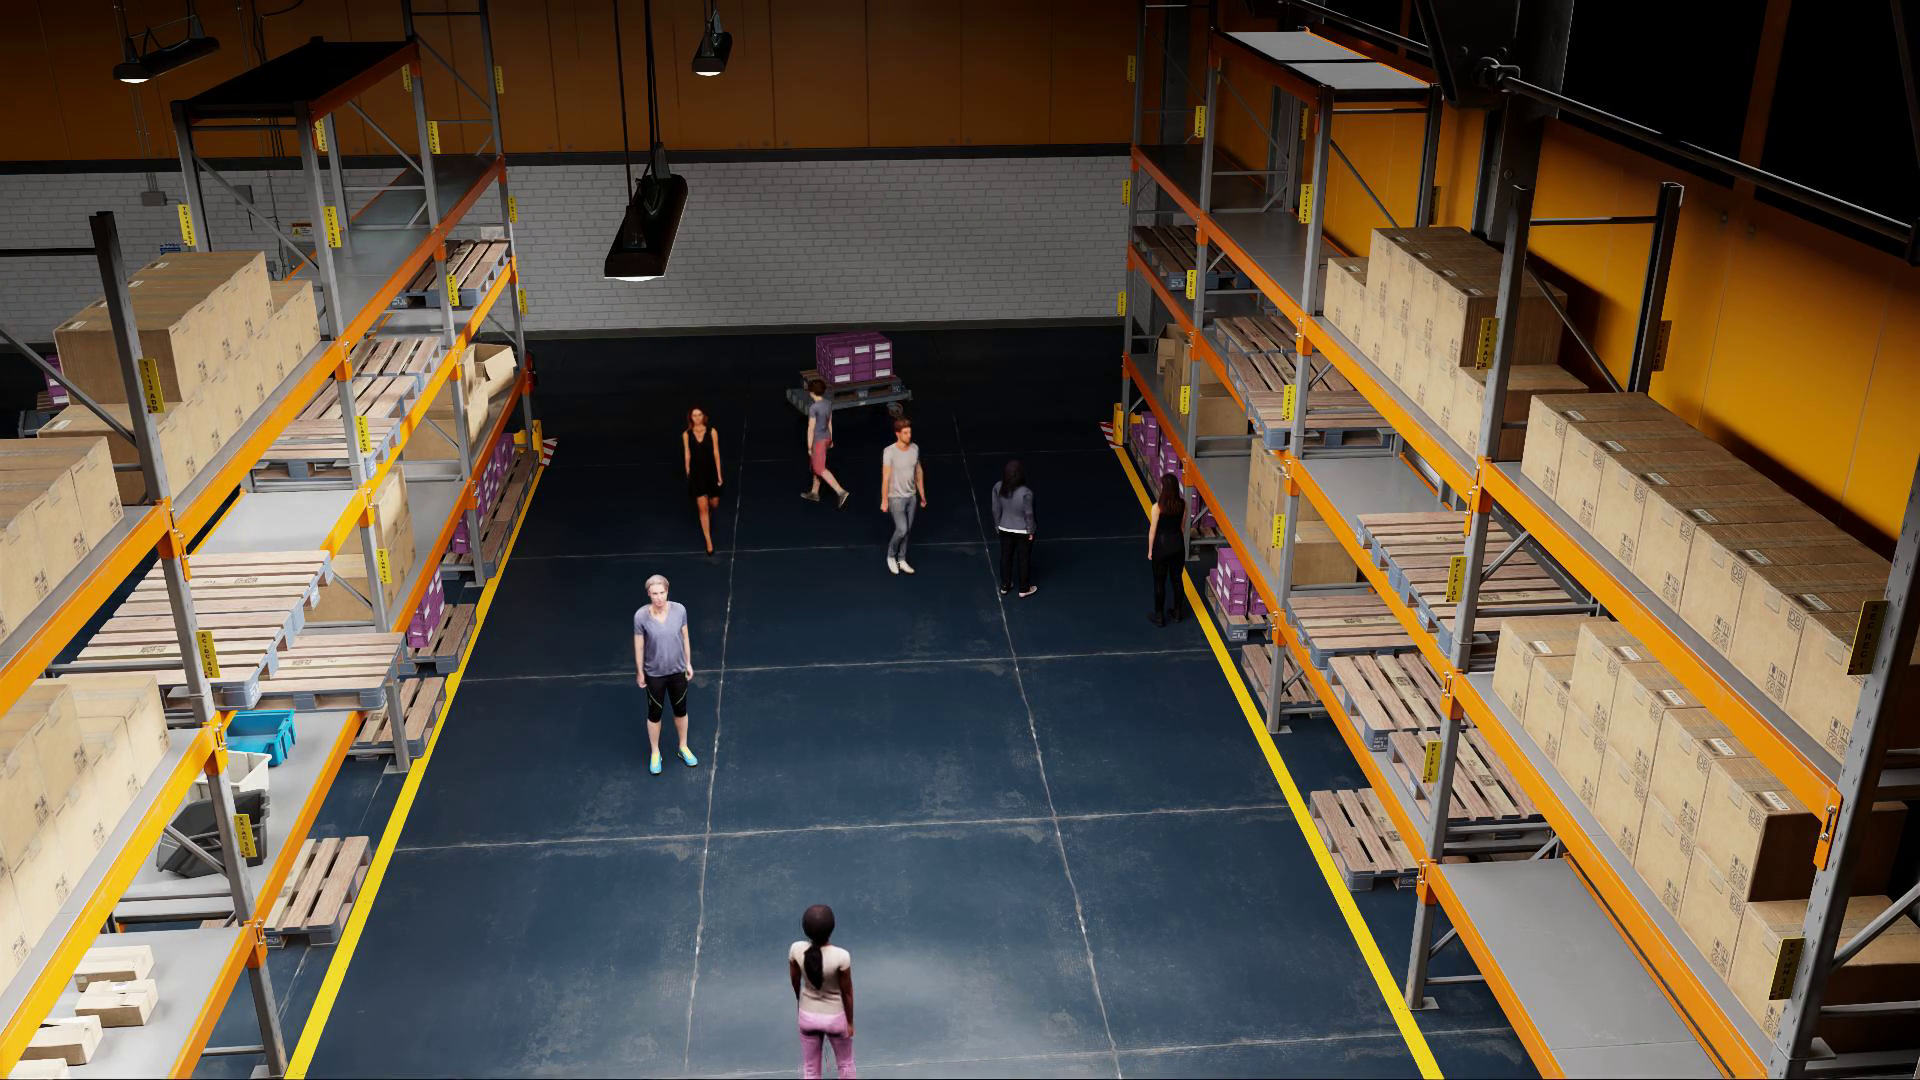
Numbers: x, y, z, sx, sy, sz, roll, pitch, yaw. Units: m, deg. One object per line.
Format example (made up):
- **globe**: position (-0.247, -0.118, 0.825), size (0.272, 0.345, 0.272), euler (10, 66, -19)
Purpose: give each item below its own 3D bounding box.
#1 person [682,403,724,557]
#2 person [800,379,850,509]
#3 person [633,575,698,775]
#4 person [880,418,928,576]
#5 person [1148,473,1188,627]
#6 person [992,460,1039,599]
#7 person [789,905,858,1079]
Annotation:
- **person**: position (-2.986, -0.743, 19.444), size (0.636, 1.815, 0.999), euler (-4, 24, -9)
- **person**: position (-1.679, -1.179, 20.676), size (1.044, 1.628, 1.053), euler (14, 27, 30)
- **person**: position (-2.652, 1.181, 14.953), size (0.738, 1.888, 0.695), euler (-10, 26, -22)
- **person**: position (-0.716, -0.521, 18.852), size (0.796, 1.883, 0.832), euler (-20, 31, -38)
- **person**: position (2.215, 0.095, 17.687), size (0.624, 1.687, 0.609), euler (-8, 25, -18)
- **person**: position (0.619, -0.138, 18.333), size (0.802, 1.597, 0.843), euler (13, 27, 28)
- **person**: position (-0.903, 3.112, 10.725), size (0.695, 1.735, 0.764), euler (6, 24, 13)
